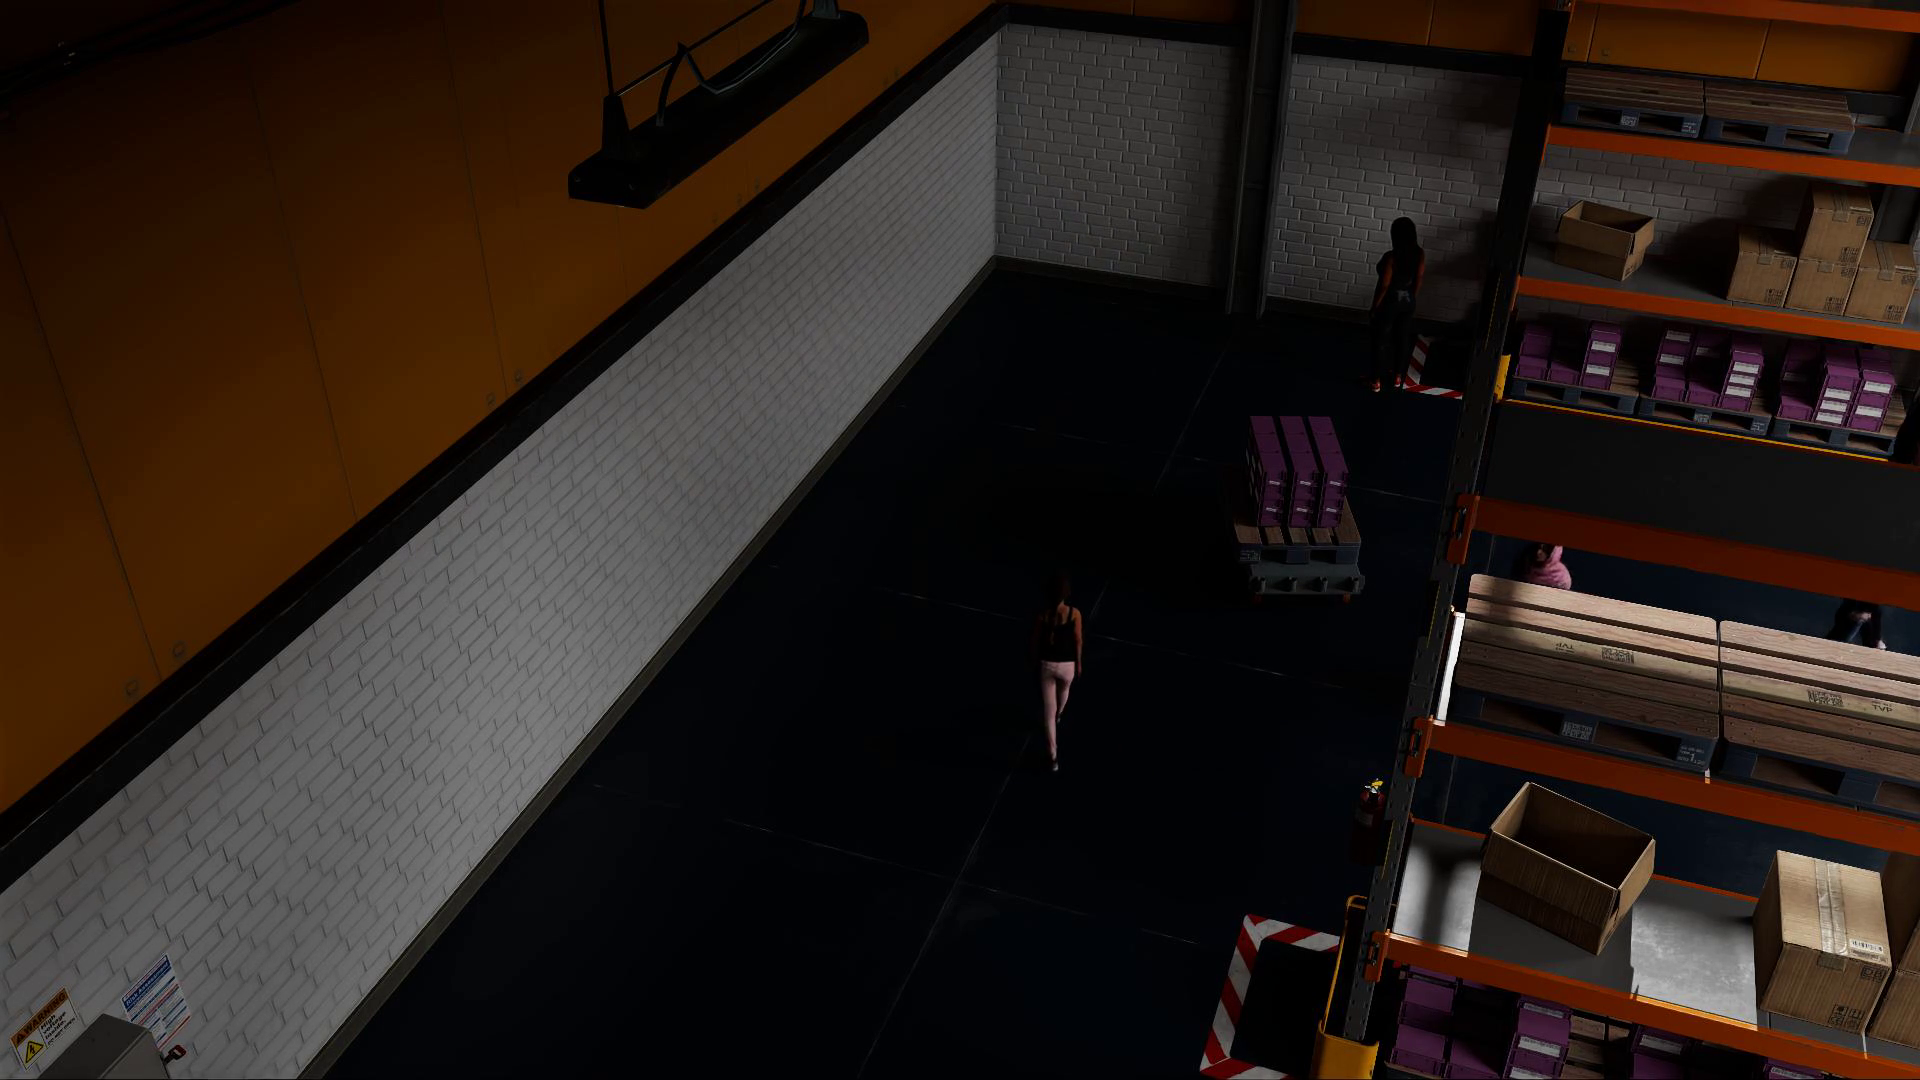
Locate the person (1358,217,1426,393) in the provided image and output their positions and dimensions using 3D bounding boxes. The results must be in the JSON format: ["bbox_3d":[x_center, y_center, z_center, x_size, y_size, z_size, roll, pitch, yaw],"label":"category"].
[{"bbox_3d":[4.296,-2.339,16.458,0.761,1.816,0.835,-12,35,-17],"label":"person"}]

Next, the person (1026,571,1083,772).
[{"bbox_3d":[0.675,0.949,11.777,1.012,1.522,0.862,-2,34,-2],"label":"person"}]
